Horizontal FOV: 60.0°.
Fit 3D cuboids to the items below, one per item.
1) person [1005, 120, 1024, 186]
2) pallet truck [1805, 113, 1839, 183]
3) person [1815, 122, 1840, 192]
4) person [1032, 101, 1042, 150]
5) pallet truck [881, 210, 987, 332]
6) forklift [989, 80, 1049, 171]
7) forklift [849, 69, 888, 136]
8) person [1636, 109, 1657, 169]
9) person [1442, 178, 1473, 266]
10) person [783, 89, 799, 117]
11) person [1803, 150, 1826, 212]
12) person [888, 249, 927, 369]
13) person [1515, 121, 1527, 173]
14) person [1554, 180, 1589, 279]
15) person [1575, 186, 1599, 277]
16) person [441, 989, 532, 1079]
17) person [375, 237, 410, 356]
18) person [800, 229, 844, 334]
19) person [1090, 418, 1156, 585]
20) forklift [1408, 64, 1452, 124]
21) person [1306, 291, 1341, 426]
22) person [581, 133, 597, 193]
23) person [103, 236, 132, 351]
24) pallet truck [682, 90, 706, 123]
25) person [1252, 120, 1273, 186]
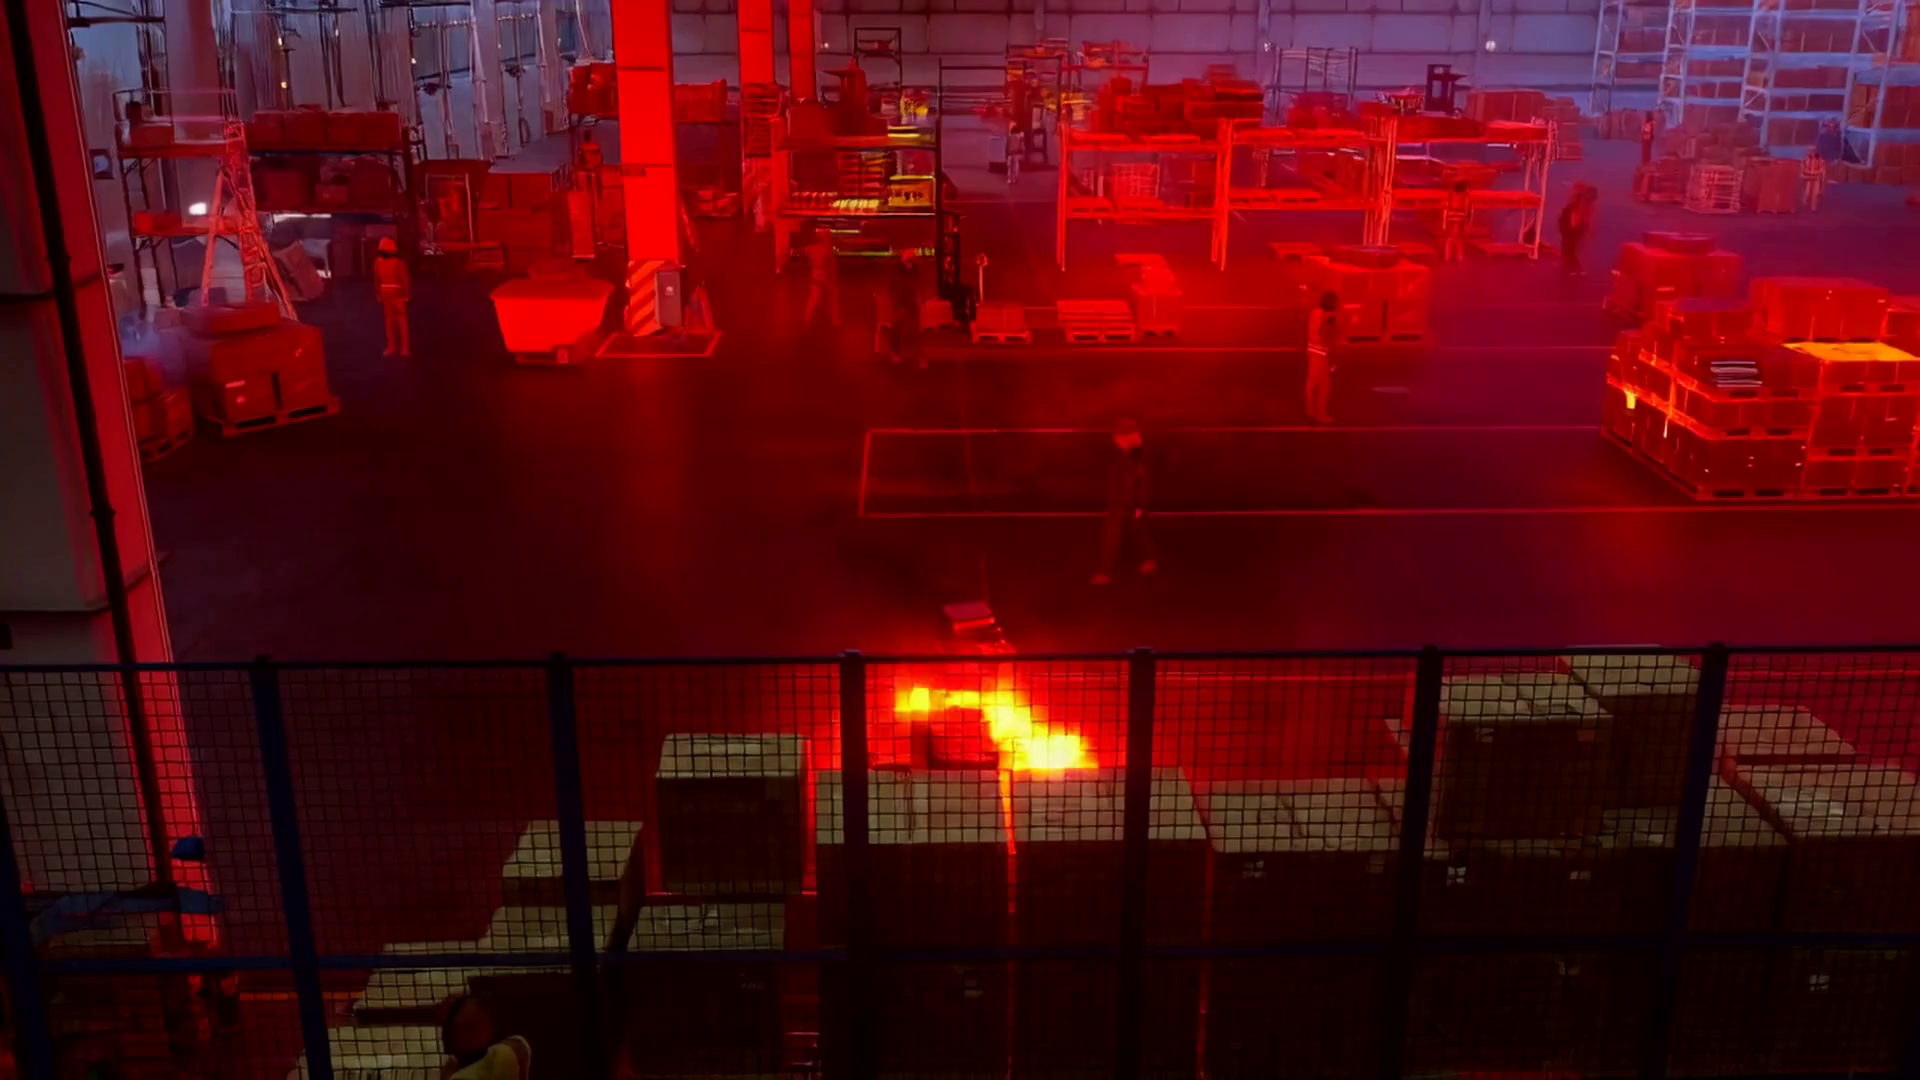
[{"bbox_3d":[1.618,-11.541,49.584,0.589,1.924,0.384,10,21,28],"label":"person"},{"bbox_3d":[26.403,-11.957,50.702,0.823,1.965,1.885,6,19,16],"label":"pallet truck"},{"bbox_3d":[25.047,-11.073,48.097,0.617,1.999,0.382,15,24,37],"label":"person"},{"bbox_3d":[2.642,-14.962,59.748,0.579,1.904,0.831,-1,19,-3],"label":"person"},{"bbox_3d":[-0.493,-4.759,29.349,1.885,1.965,0.823,-13,23,-34],"label":"pallet truck"},{"bbox_3d":[1.889,-13.266,53.225,1.873,2.768,1.129,-1,19,-2],"label":"forklift"},{"bbox_3d":[-3.627,-15.472,59.769,1.873,2.768,1.129,-10,21,-26],"label":"forklift"},{"bbox_3d":[22.302,-13.000,53.936,0.396,1.911,0.588,-6,19,-16],"label":"person"},{"bbox_3d":[10.650,-6.806,35.624,0.573,1.873,0.356,9,21,26],"label":"person"},{"bbox_3d":[-6.497,-16.341,63.856,0.637,1.917,0.827,-6,20,-18],"label":"person"},{"bbox_3d":[22.635,-9.526,44.121,0.506,1.592,0.883,7,20,20],"label":"person"},{"bbox_3d":[-0.834,-3.662,26.293,0.623,1.879,1.069,-8,20,-21],"label":"person"},{"bbox_3d":[17.761,-12.455,52.732,0.523,1.639,0.306,-17,25,-41],"label":"person"},{"bbox_3d":[12.534,-6.359,34.028,0.540,2.000,0.715,6,20,17],"label":"person"},{"bbox_3d":[12.975,-6.388,34.382,0.535,1.868,0.309,-11,22,-30],"label":"person"},{"bbox_3d":[-2.041,2.777,7.171,0.354,1.883,0.573,8,20,23],"label":"person"},{"bbox_3d":[-9.245,-3.965,27.084,0.543,1.939,0.361,1,19,4],"label":"person"},{"bbox_3d":[-2.418,-4.492,28.867,0.615,1.803,0.920,12,22,31],"label":"person"},{"bbox_3d":[1.724,-0.422,16.942,0.497,1.701,0.886,16,24,40],"label":"person"},{"bbox_3d":[18.204,-16.761,63.594,1.873,2.768,1.129,-12,22,-32],"label":"forklift"},{"bbox_3d":[5.009,-2.505,22.914,0.430,1.839,0.619,-4,19,-13],"label":"person"},{"bbox_3d":[-10.674,-10.841,47.862,0.533,1.692,0.319,8,20,21],"label":"person"},{"bbox_3d":[-14.006,-4.041,27.329,0.594,1.924,0.382,-13,23,-35],"label":"person"},{"bbox_3d":[-9.671,-15.907,62.421,0.823,1.965,1.885,5,19,15],"label":"pallet truck"},{"bbox_3d":[8.981,-11.502,49.443,0.635,1.937,0.355,-4,19,-12],"label":"person"}]
